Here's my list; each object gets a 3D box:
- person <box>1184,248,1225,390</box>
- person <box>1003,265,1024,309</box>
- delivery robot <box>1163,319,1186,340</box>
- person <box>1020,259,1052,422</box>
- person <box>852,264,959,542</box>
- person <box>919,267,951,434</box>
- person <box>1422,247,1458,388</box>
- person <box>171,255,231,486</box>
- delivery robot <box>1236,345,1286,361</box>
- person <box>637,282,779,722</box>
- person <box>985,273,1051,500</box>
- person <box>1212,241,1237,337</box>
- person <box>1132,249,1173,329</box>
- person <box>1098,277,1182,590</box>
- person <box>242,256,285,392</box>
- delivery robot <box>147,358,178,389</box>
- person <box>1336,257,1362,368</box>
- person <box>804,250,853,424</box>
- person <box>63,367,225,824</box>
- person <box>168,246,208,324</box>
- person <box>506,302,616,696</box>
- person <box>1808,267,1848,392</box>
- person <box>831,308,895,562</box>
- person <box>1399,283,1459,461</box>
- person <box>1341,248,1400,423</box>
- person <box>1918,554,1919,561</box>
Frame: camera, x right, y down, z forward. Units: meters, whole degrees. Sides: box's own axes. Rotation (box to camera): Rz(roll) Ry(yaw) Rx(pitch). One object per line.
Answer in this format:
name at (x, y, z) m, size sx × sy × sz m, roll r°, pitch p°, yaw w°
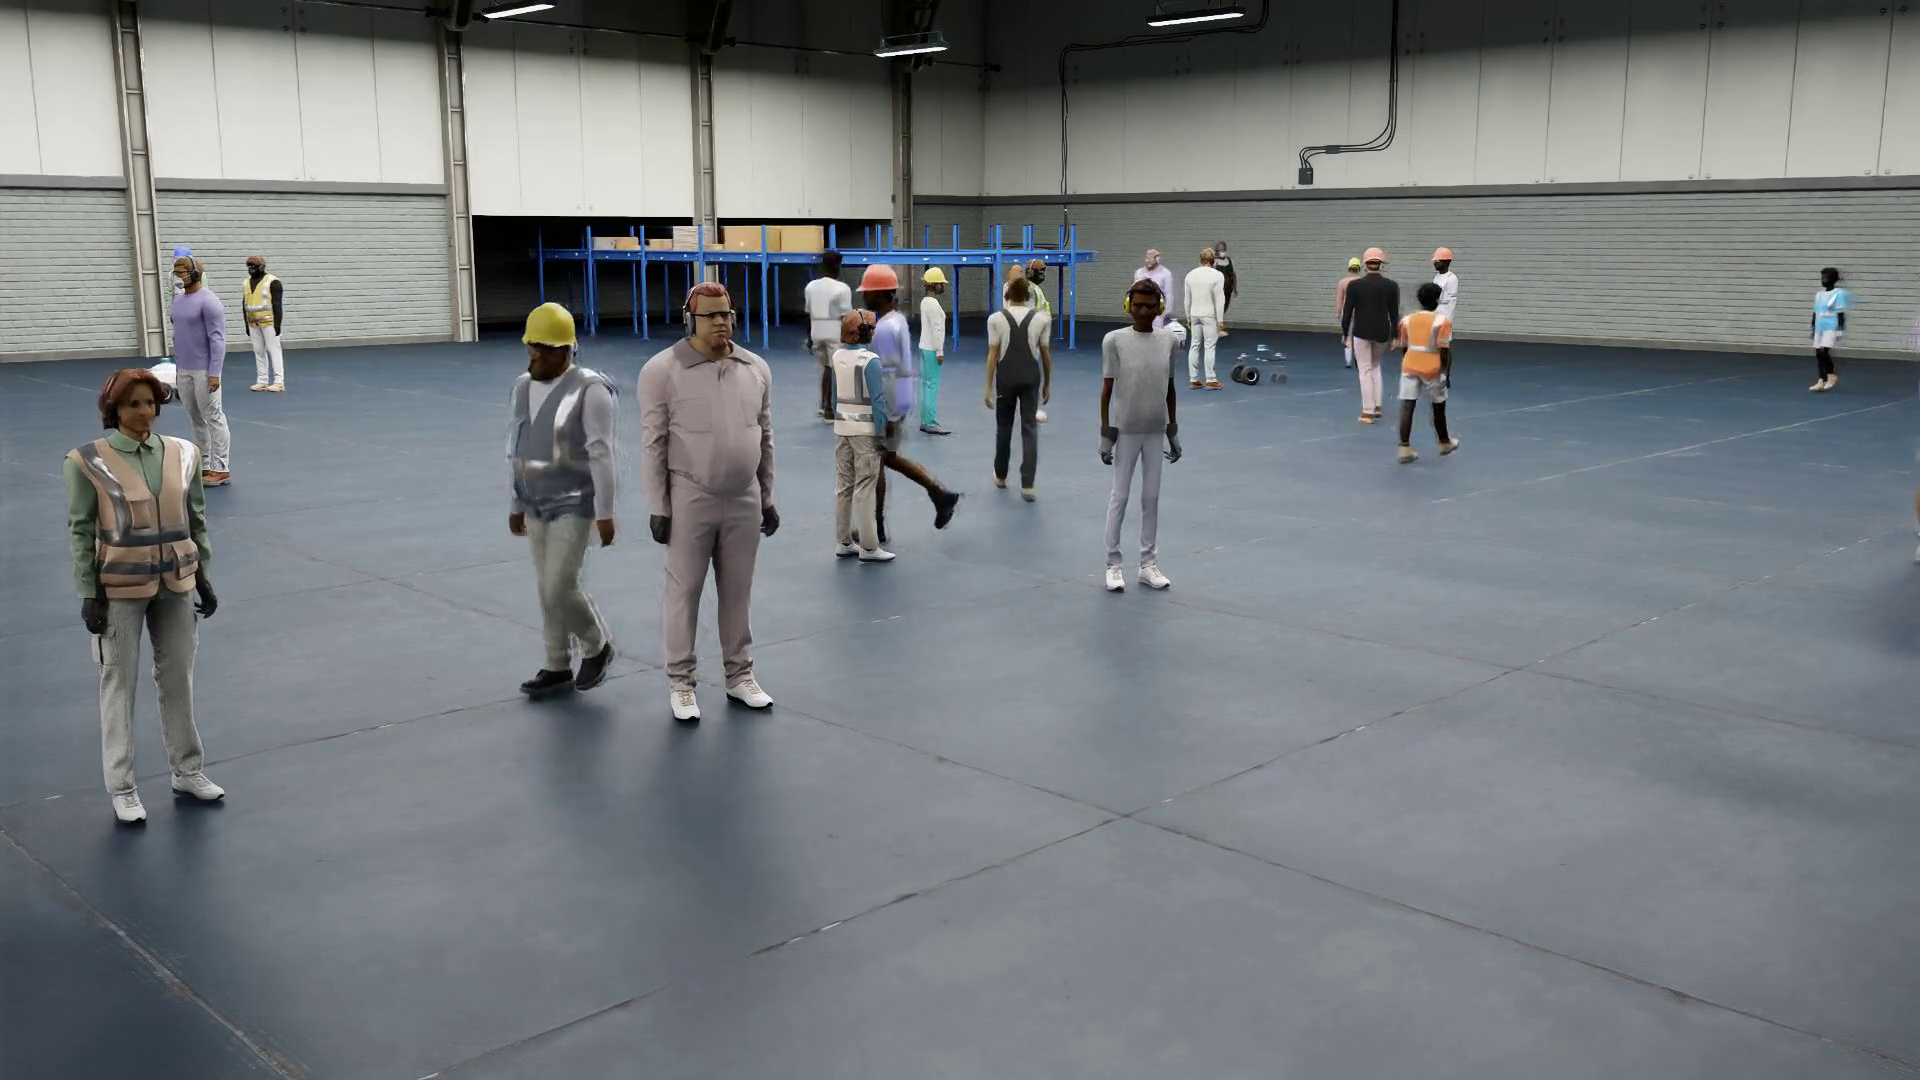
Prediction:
person at (3.377, -3.054, 22.961) m, size 0.629 × 1.940 × 0.376 m, roll 10°, pitch 14°, yaw 43°
person at (0.915, -3.604, 26.783) m, size 0.502 × 1.636 × 0.280 m, roll 8°, pitch 13°, yaw 39°
delivery robot at (4.033, -3.913, 31.282) m, size 0.477 × 0.478 × 0.707 m, roll 0°, pitch 10°, yaw -2°
person at (0.841, -2.301, 19.134) m, size 0.430 × 1.840 × 0.622 m, roll 1°, pitch 10°, yaw 4°
person at (-0.427, -0.938, 11.479) m, size 0.721 × 1.919 × 0.561 m, roll 2°, pitch 11°, yaw 9°
person at (-0.280, -2.027, 17.831) m, size 0.310 × 1.769 × 0.525 m, roll -3°, pitch 11°, yaw -15°
person at (6.696, -3.096, 23.193) m, size 0.356 × 1.938 × 0.543 m, roll -2°, pitch 11°, yaw -13°
person at (-6.471, -1.434, 14.130) m, size 0.628 × 1.940 × 0.373 m, roll 7°, pitch 12°, yaw 33°
delivery robot at (4.325, -2.688, 23.891) m, size 0.698 × 0.223 × 0.335 m, roll -2°, pitch 11°, yaw -11°
person at (-1.081, -0.173, 7.340) m, size 0.639 × 1.908 × 0.409 m, roll -7°, pitch 13°, yaw -34°
person at (0.467, -1.271, 13.621) m, size 0.540 × 1.799 × 0.877 m, roll -1°, pitch 10°, yaw -4°
person at (5.494, -5.325, 35.183) m, size 0.684 × 2.000 × 0.942 m, roll -5°, pitch 11°, yaw -24°
person at (3.085, -3.699, 26.629) m, size 0.649 × 1.892 × 0.557 m, roll 6°, pitch 12°, yaw 29°
person at (1.086, -0.634, 9.967) m, size 0.534 × 1.863 × 0.319 m, roll -3°, pitch 11°, yaw -17°
person at (-9.499, -2.944, 22.660) m, size 0.636 × 1.836 × 0.432 m, roll 3°, pitch 11°, yaw 18°
delivery robot at (-10.162, -2.085, 21.301) m, size 0.477 × 0.478 × 0.707 m, roll 5°, pitch 11°, yaw 27°
person at (6.314, -3.648, 26.685) m, size 0.554 × 1.750 × 0.405 m, roll 2°, pitch 11°, yaw 12°
person at (-1.440, -2.309, 18.875) m, size 0.628 × 1.943 × 0.533 m, roll 7°, pitch 12°, yaw 33°
person at (-2.981, 0.190, 6.088) m, size 0.307 × 1.641 × 0.513 m, roll 7°, pitch 13°, yaw 35°
person at (-11.520, -3.403, 24.839) m, size 0.614 × 1.945 × 0.404 m, roll 1°, pitch 10°, yaw 5°
person at (-1.828, -0.163, 7.543) m, size 0.650 × 1.811 × 0.409 m, roll 8°, pitch 13°, yaw 36°
person at (11.698, -2.837, 22.474) m, size 0.376 × 1.680 × 0.548 m, roll -2°, pitch 11°, yaw -12°
person at (-0.657, -0.681, 10.837) m, size 0.308 × 1.641 × 0.514 m, roll -9°, pitch 14°, yaw -40°
person at (4.440, -1.592, 15.726) m, size 0.836 × 1.652 × 0.557 m, roll -10°, pitch 14°, yaw -44°
person at (4.660, -2.339, 18.993) m, size 0.611 × 1.967 × 0.613 m, roll -2°, pitch 10°, yaw -8°
person at (6.475, -0.849, 10.718) m, size 0.490 × 2.026 × 0.628 m, roll -6°, pitch 12°, yaw -29°
